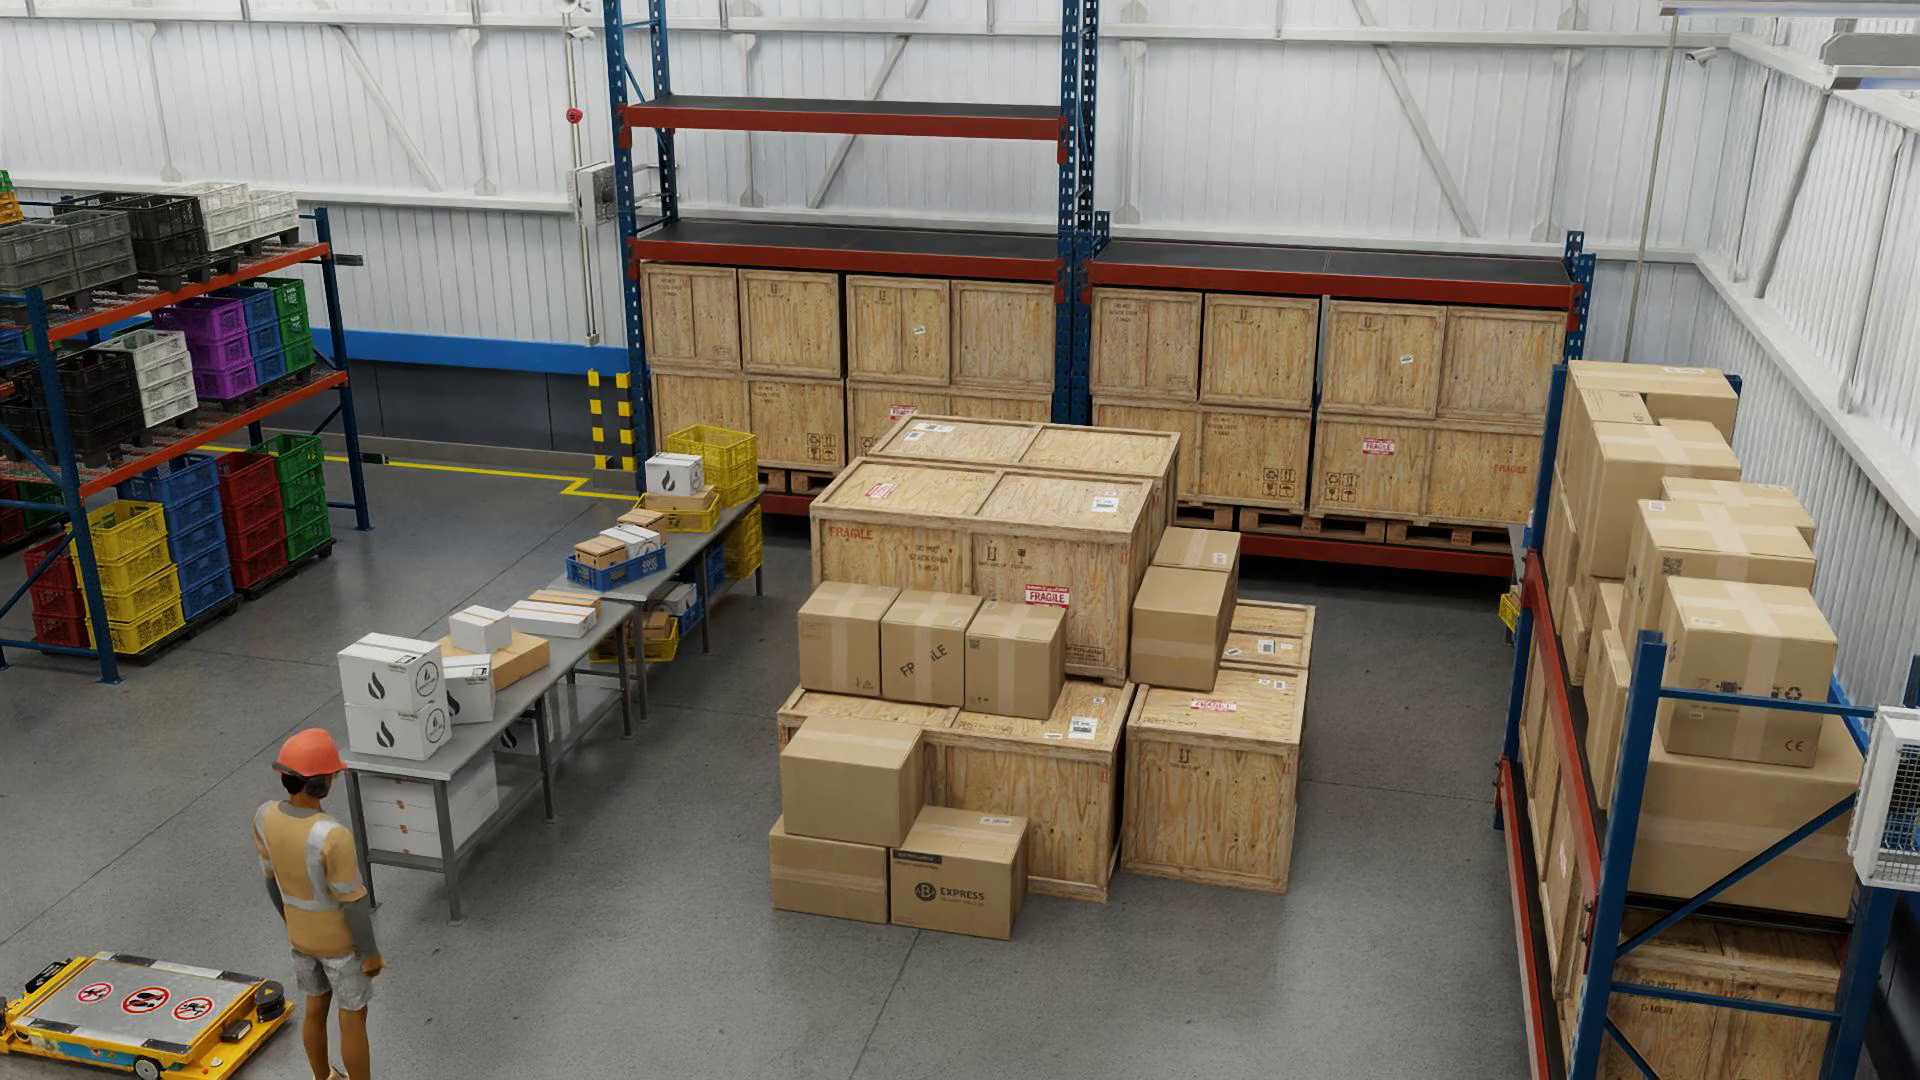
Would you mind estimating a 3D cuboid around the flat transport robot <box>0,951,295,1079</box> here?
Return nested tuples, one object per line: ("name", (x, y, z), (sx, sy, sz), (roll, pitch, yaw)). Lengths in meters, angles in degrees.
("flat transport robot", (-4.270, 2.464, 8.601), (1.431, 0.231, 0.659), (5, 22, 13))

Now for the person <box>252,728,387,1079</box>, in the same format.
("person", (-2.949, 1.825, 7.803), (0.604, 2.034, 0.384), (11, 24, 27))
